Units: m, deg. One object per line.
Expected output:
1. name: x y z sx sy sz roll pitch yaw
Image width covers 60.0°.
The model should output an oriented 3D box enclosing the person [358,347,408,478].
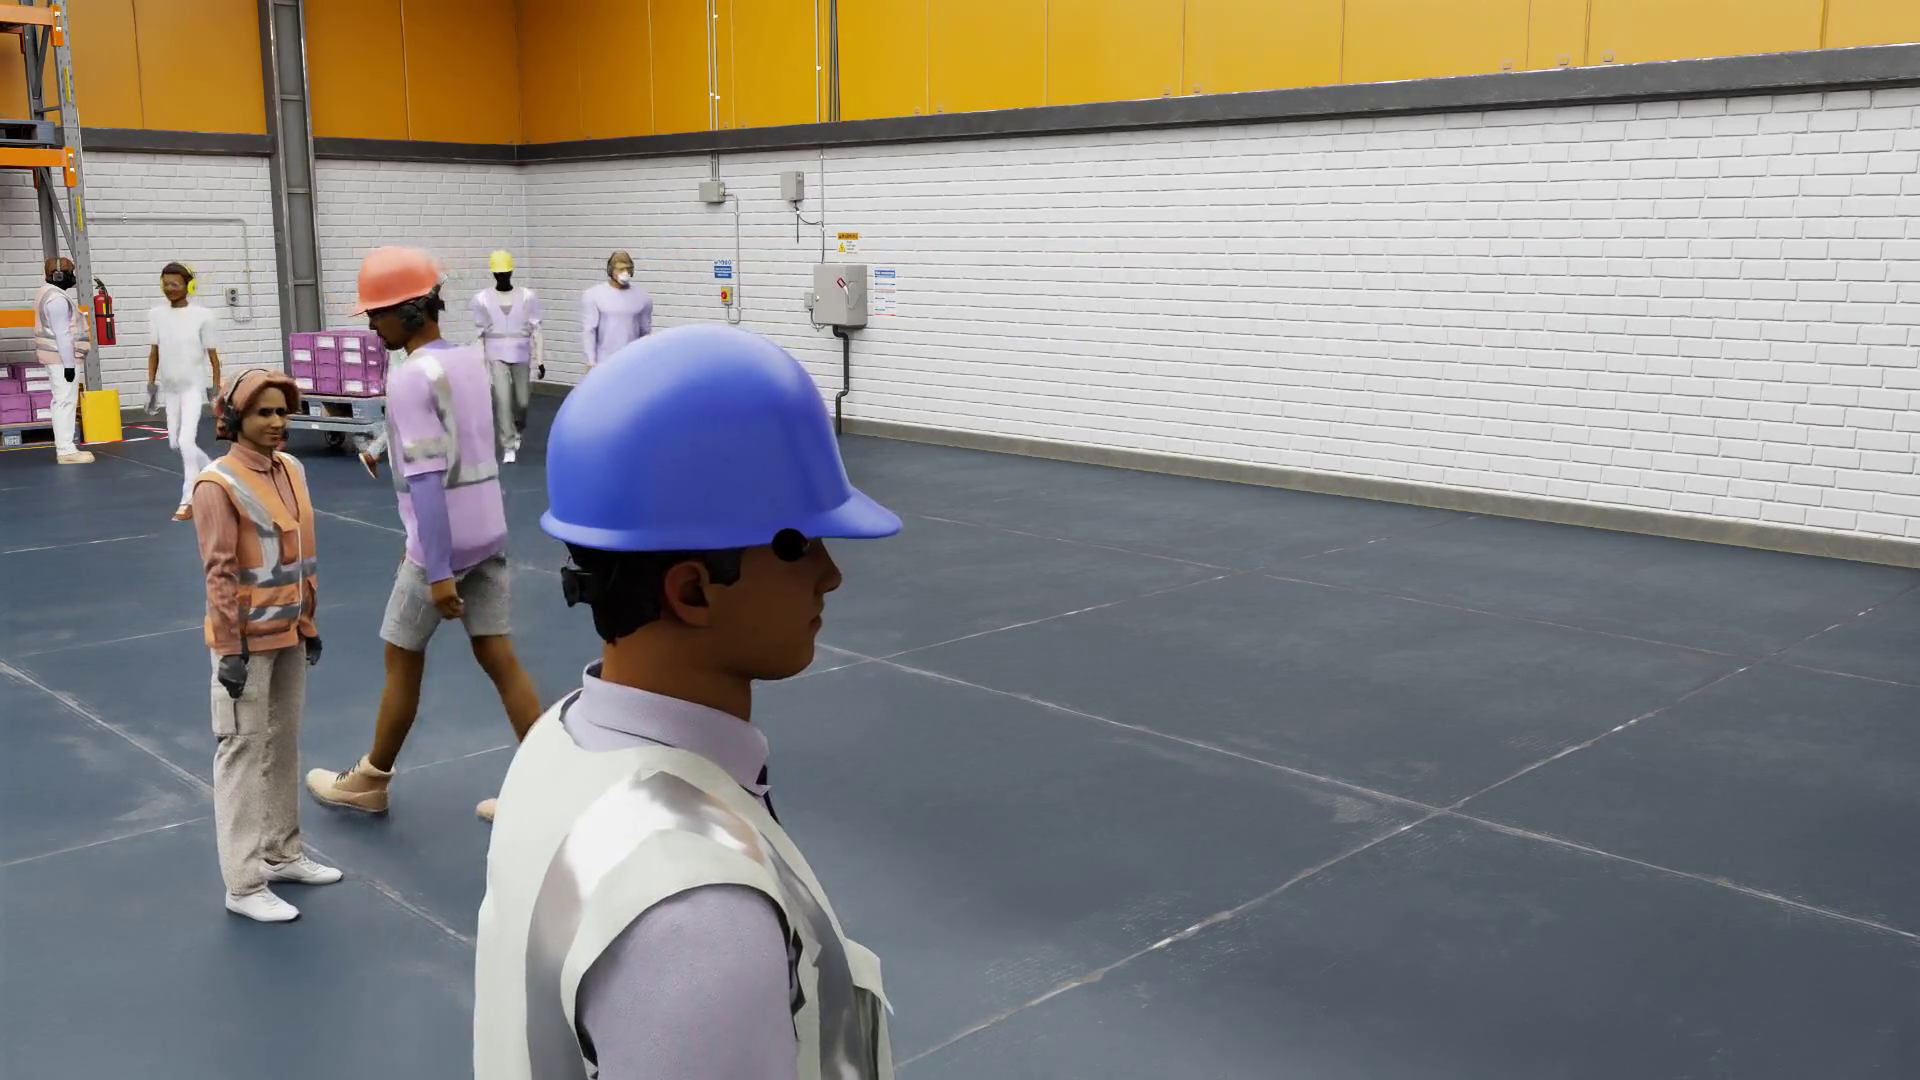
1. person: -4.541 -1.228 13.407 0.547 1.604 0.552 -5 11 -24

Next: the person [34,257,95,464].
1. person: -7.974 -1.595 14.826 0.430 1.836 0.620 -7 13 -35

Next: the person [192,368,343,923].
1. person: -2.082 0.305 4.984 0.314 1.636 0.516 1 10 6

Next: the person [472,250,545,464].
1. person: -4.065 -1.658 15.000 0.614 1.894 0.739 -3 11 -16

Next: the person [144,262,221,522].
1. person: -5.597 -1.094 12.064 0.521 1.843 0.807 2 11 9

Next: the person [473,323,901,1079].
1. person: -0.237 0.782 1.530 0.384 1.949 0.603 -4 11 -22

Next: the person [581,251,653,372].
1. person: -2.913 -1.512 14.211 0.640 1.901 0.977 -4 11 -22

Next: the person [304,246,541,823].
1. person: -1.806 0.008 5.671 0.961 1.982 0.608 2 11 12
